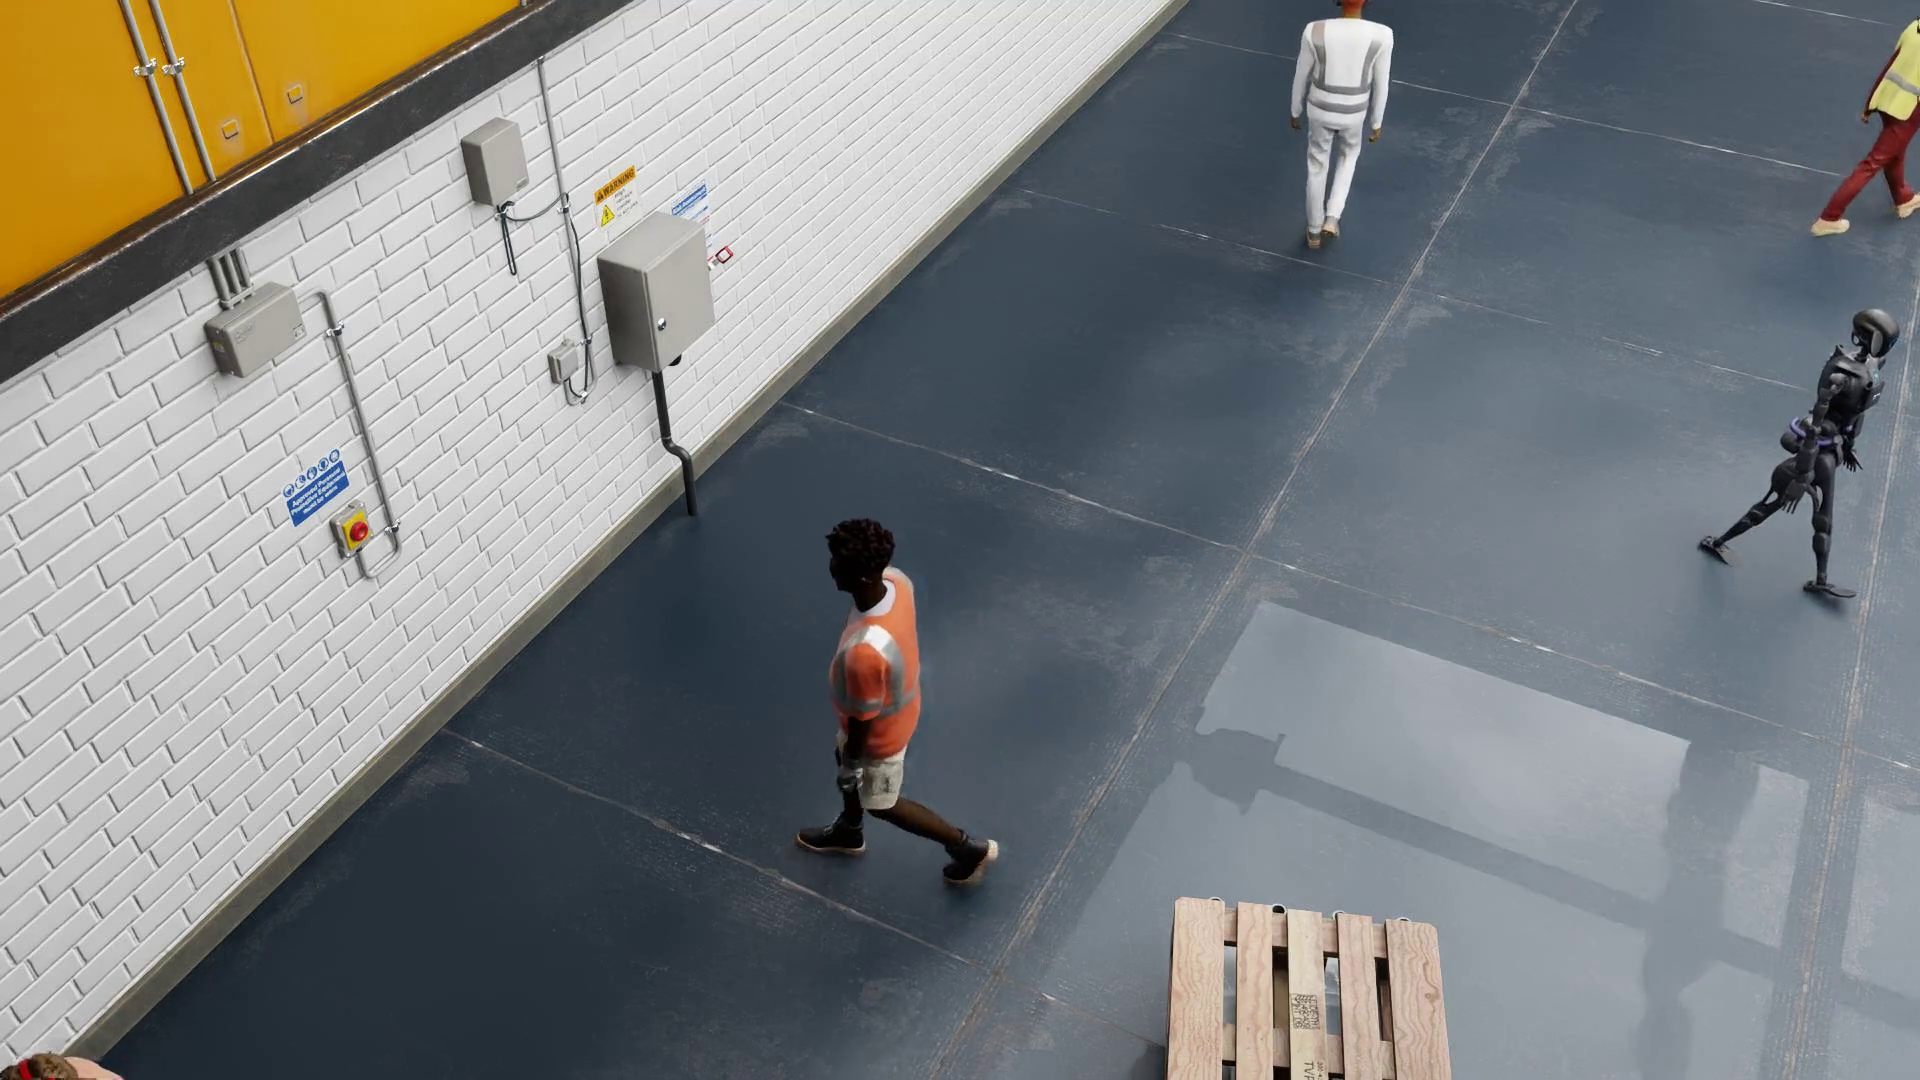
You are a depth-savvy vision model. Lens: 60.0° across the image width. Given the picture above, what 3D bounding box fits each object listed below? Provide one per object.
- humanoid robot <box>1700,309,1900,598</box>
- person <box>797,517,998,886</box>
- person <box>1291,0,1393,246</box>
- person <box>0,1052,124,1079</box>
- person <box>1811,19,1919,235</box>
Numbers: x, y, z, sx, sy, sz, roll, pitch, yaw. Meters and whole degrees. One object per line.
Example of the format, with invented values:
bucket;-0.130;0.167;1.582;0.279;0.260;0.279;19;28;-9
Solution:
humanoid robot;4.301;-0.423;8.280;0.602;1.624;0.777;-28;48;-28
person;-0.278;0.708;6.742;0.840;1.937;0.601;4;41;4
person;2.452;-2.793;10.847;0.606;1.871;0.432;7;41;8
person;-2.560;2.125;5.204;0.945;1.788;0.554;-27;47;-28
person;6.312;-2.824;11.003;0.970;1.705;0.484;-9;42;-10
